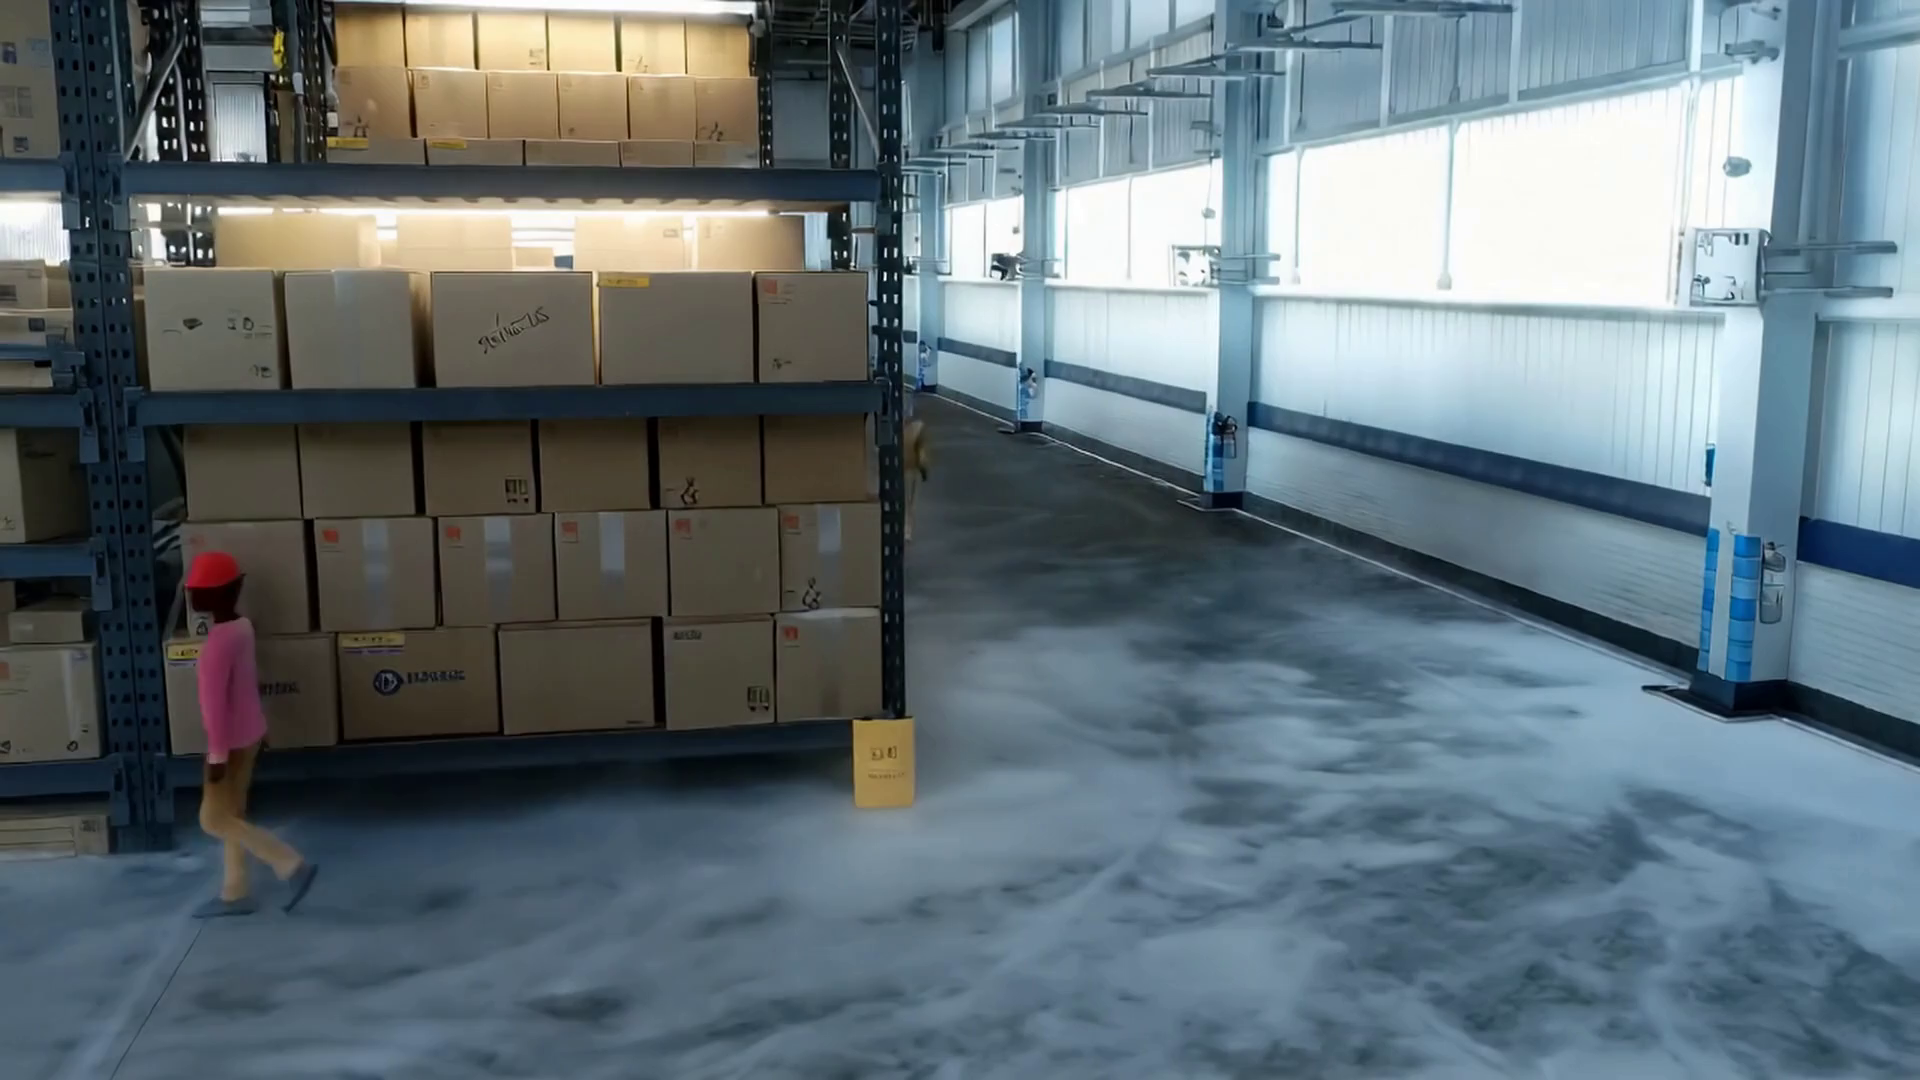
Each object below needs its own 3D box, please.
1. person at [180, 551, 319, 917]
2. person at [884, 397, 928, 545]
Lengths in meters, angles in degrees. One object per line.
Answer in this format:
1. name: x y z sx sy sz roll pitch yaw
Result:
1. person: -3.316 0.912 7.675 0.493 1.749 0.535 -2 10 -13
2. person: -0.599 -0.777 18.381 0.523 1.621 0.635 2 9 10
